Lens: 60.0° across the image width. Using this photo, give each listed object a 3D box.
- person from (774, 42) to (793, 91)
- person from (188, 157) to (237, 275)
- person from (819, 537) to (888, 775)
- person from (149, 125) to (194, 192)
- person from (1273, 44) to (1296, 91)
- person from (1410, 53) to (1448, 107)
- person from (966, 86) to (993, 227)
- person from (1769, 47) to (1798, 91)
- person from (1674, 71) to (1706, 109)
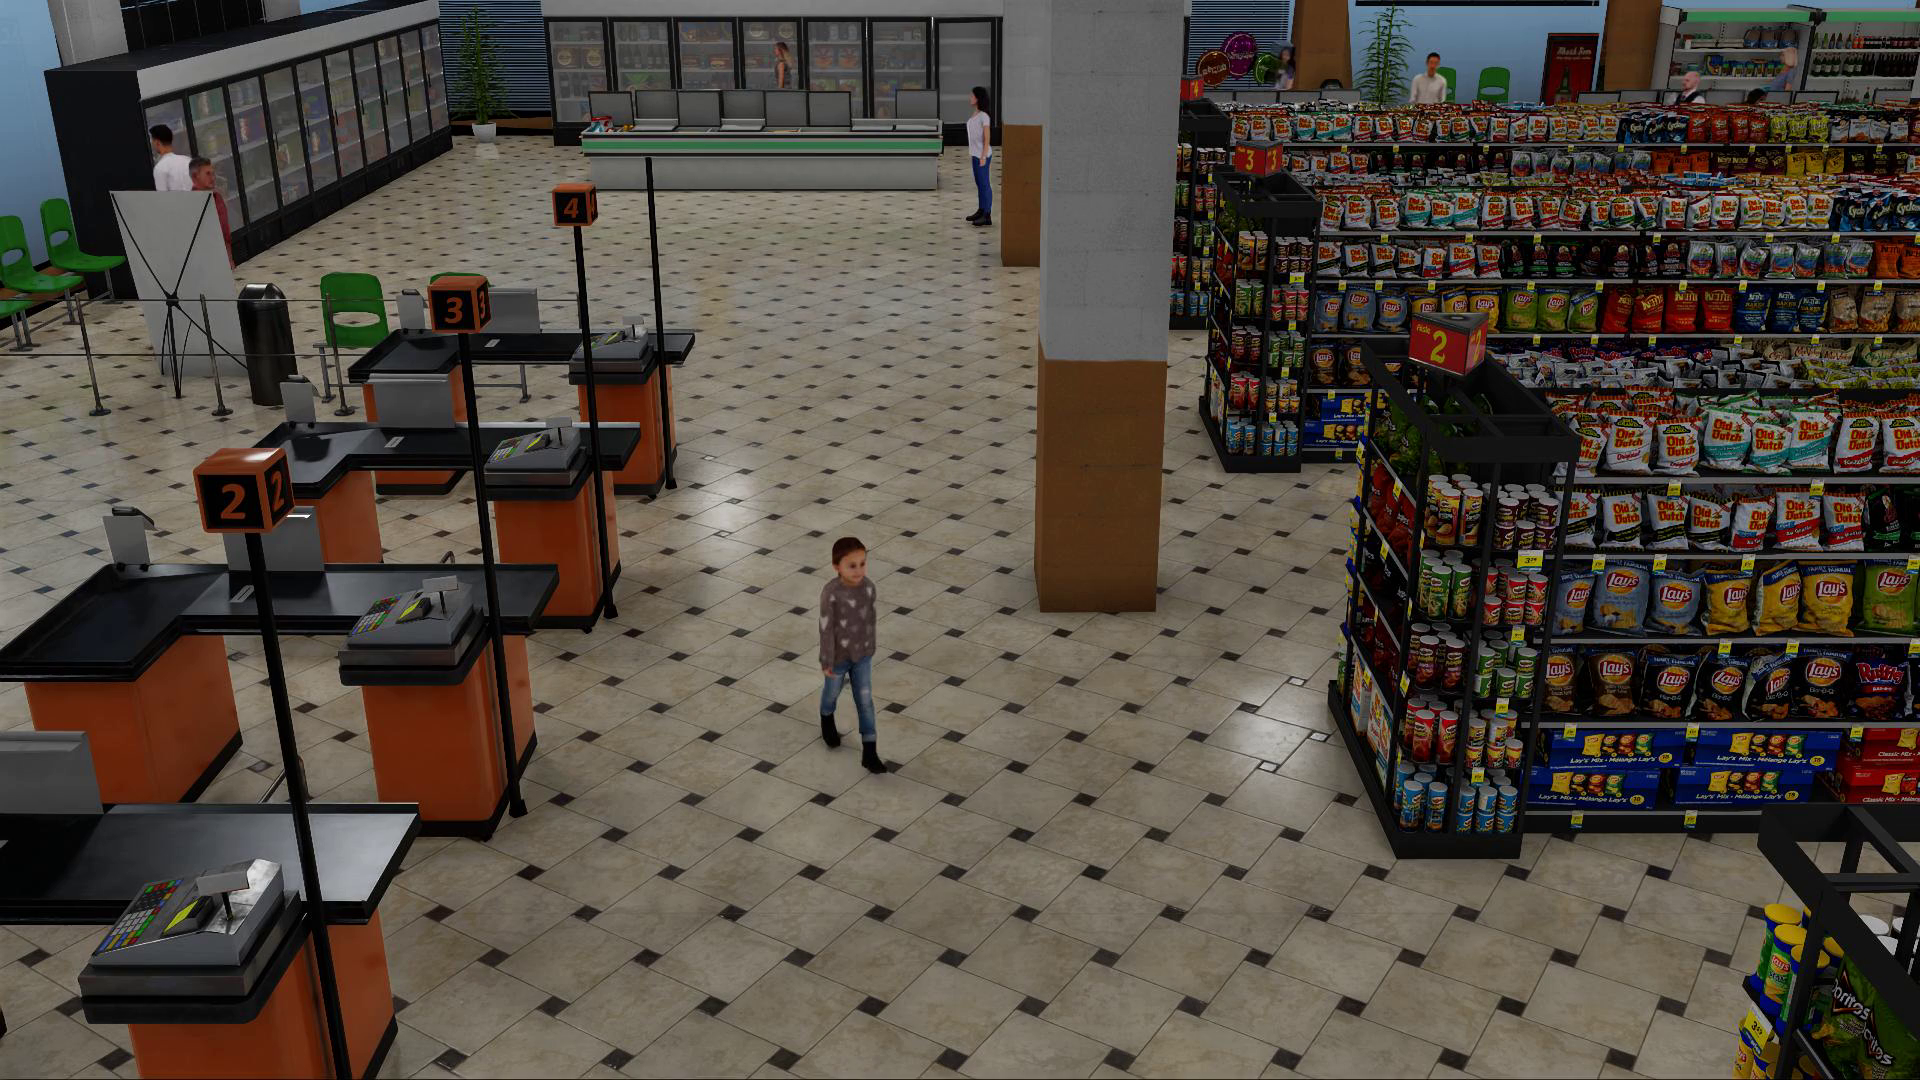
[{"bbox_3d":[-2.607,-6.827,25.798,1.159,1.664,0.662,1,22,3],"label":"person"},{"bbox_3d":[-6.763,-2.473,14.789,1.180,1.794,0.838,7,23,16],"label":"person"},{"bbox_3d":[-0.581,0.529,8.154,0.843,1.170,0.752,-10,24,-22],"label":"person"},{"bbox_3d":[-7.609,-3.141,16.366,0.723,1.858,0.713,9,23,20],"label":"person"},{"bbox_3d":[4.972,-6.825,25.765,0.636,1.685,0.775,0,22,1],"label":"person"},{"bbox_3d":[6.515,-5.903,23.327,1.000,1.791,0.882,6,23,14],"label":"person"},{"bbox_3d":[0.265,-4.737,20.569,0.609,1.684,0.655,-6,23,-13],"label":"person"},{"bbox_3d":[12.257,-6.483,24.867,0.530,1.721,0.593,2,22,5],"label":"person"},{"bbox_3d":[9.156,-4.991,21.023,0.656,1.817,0.736,-4,22,-10],"label":"person"}]
